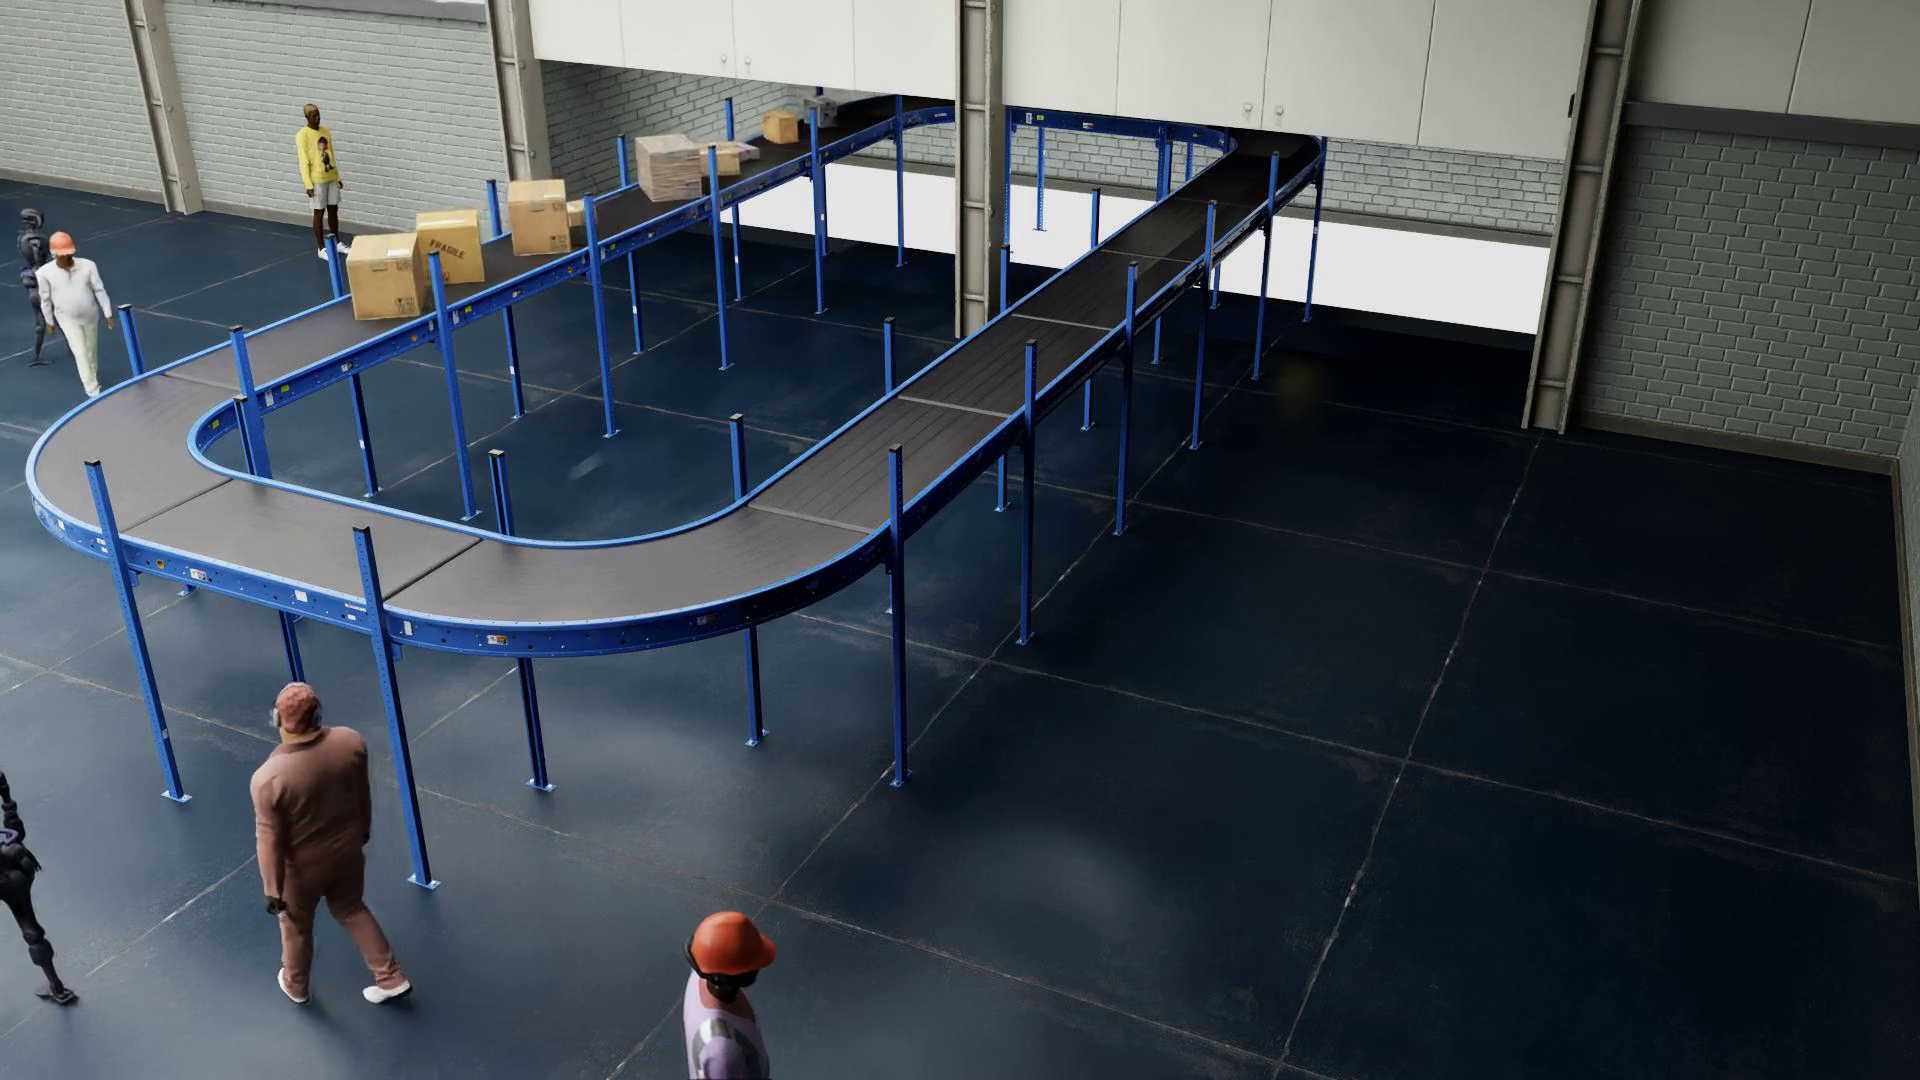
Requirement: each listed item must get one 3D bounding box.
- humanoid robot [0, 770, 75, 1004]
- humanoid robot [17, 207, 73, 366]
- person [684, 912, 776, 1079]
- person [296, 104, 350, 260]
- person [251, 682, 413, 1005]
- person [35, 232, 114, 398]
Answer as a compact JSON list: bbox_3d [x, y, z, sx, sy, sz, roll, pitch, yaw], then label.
[{"bbox_3d":[-5.027,1.690,8.506,0.679,1.634,0.591,9,28,18],"label":"humanoid robot"},{"bbox_3d":[-9.514,-2.650,17.255,0.640,1.627,0.616,-16,31,-29],"label":"humanoid robot"},{"bbox_3d":[-0.897,2.339,6.770,0.375,2.041,0.614,-7,27,-13],"label":"person"},{"bbox_3d":[-7.900,-4.444,20.597,0.365,1.898,0.557,12,29,23],"label":"person"},{"bbox_3d":[-3.256,1.599,8.472,0.780,1.856,0.714,16,31,29],"label":"person"},{"bbox_3d":[-8.646,-2.207,16.316,0.574,1.692,0.915,-22,34,-36],"label":"person"}]
